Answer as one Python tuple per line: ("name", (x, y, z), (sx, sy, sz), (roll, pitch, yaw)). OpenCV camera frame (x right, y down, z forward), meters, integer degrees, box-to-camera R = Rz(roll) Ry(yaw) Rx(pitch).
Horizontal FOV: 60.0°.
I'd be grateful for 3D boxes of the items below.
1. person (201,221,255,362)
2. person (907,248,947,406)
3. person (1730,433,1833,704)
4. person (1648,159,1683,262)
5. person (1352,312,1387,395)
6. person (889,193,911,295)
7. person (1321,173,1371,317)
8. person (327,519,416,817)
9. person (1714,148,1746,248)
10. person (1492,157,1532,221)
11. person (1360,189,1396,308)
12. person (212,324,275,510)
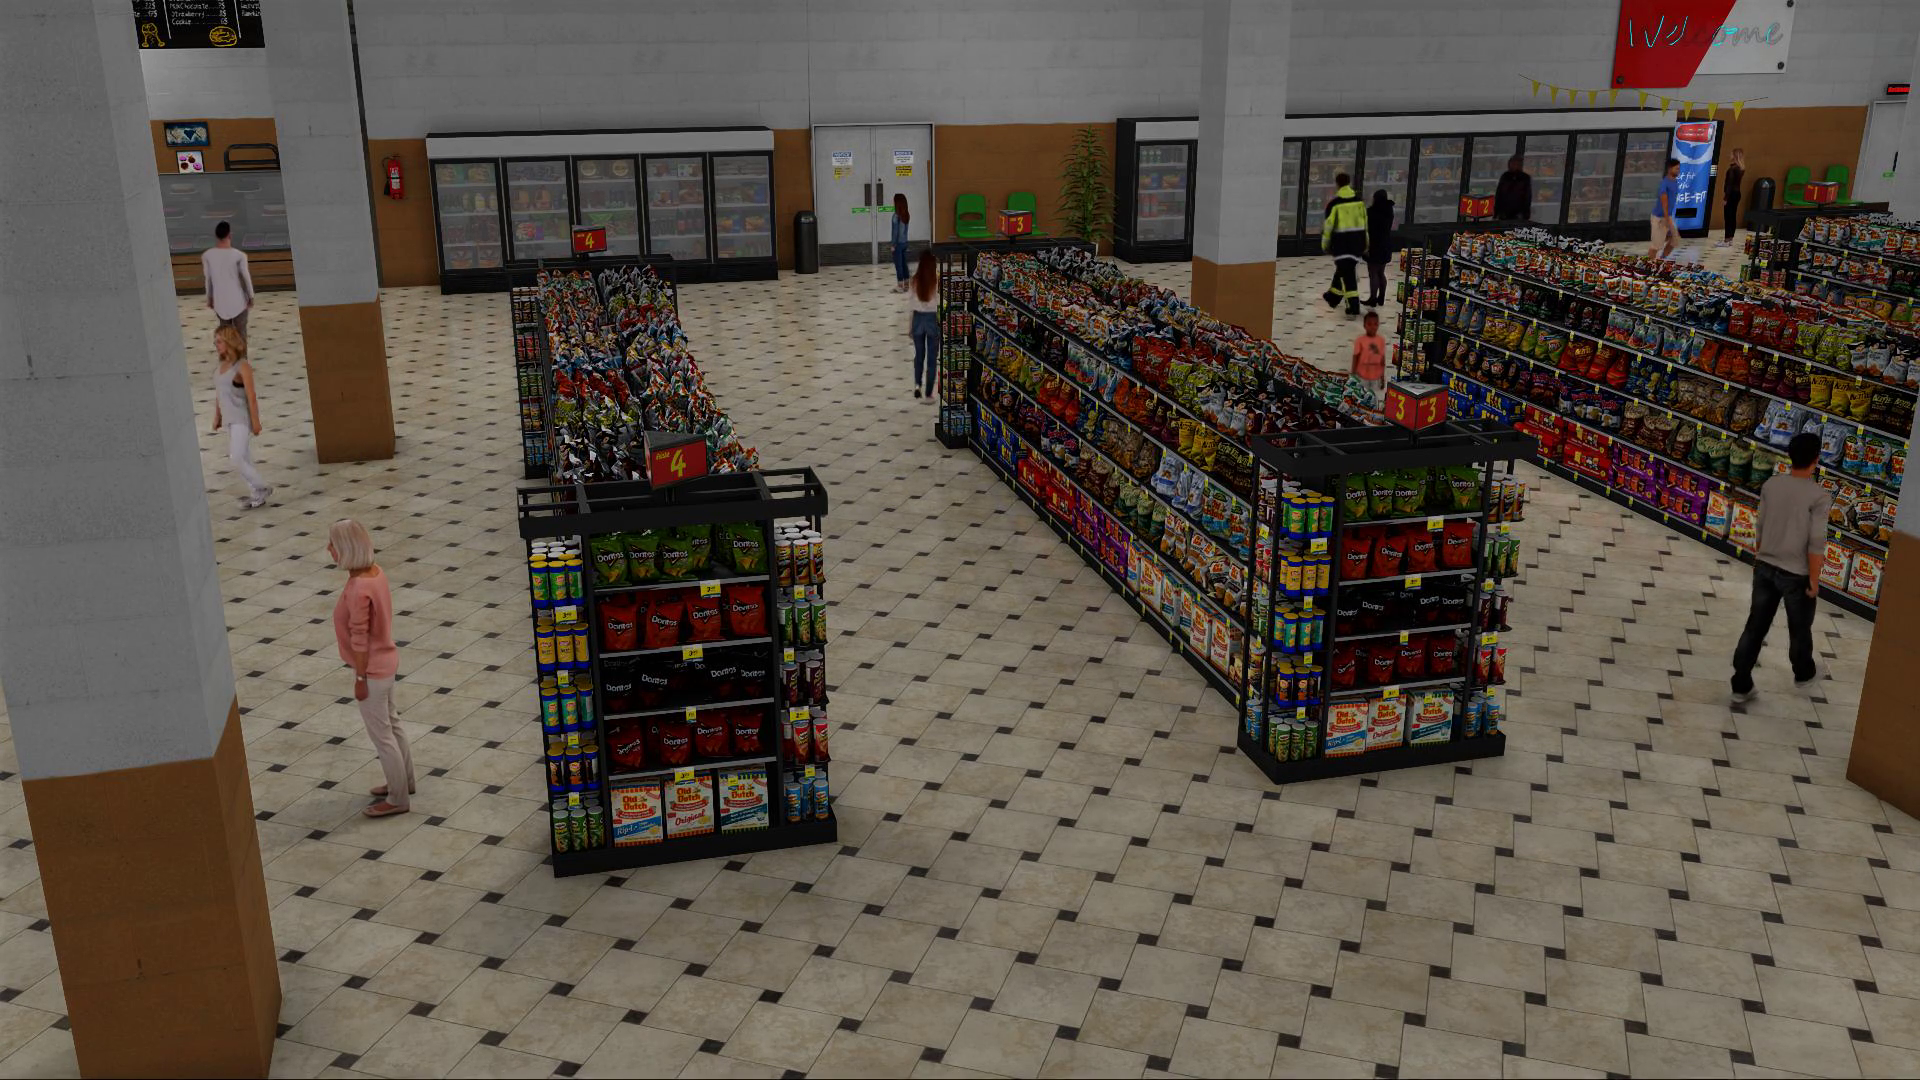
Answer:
("person", (-8.586, -2.801, 19.514), (0.713, 1.831, 0.718), (-3, 19, -9))
("person", (-0.397, -2.325, 18.272), (0.743, 1.722, 0.794), (6, 20, 17))
("person", (5.217, 0.217, 10.644), (0.955, 1.779, 1.072), (-11, 22, -30))
("person", (11.023, -5.090, 26.287), (0.814, 1.840, 0.848), (-18, 25, -42))
("person", (4.179, -1.700, 17.078), (0.520, 1.301, 0.537), (0, 19, -1))
("person", (-0.892, -4.455, 24.979), (0.686, 1.473, 0.607), (8, 20, 22))
("person", (5.411, -4.064, 23.119), (0.924, 1.920, 1.257), (-7, 20, -19))
("person", (-3.276, 0.700, 9.302), (0.667, 1.722, 0.480), (-3, 19, -9))
("person", (13.611, -6.034, 29.299), (0.675, 1.704, 0.669), (-17, 25, -41))
("person", (9.000, -5.352, 27.150), (1.029, 1.785, 1.113), (7, 20, 21))
("person", (6.015, -4.202, 23.911), (0.816, 1.675, 0.782), (16, 24, 39))
("person", (-6.301, -1.088, 14.701), (0.681, 1.660, 0.768), (16, 24, 39))
